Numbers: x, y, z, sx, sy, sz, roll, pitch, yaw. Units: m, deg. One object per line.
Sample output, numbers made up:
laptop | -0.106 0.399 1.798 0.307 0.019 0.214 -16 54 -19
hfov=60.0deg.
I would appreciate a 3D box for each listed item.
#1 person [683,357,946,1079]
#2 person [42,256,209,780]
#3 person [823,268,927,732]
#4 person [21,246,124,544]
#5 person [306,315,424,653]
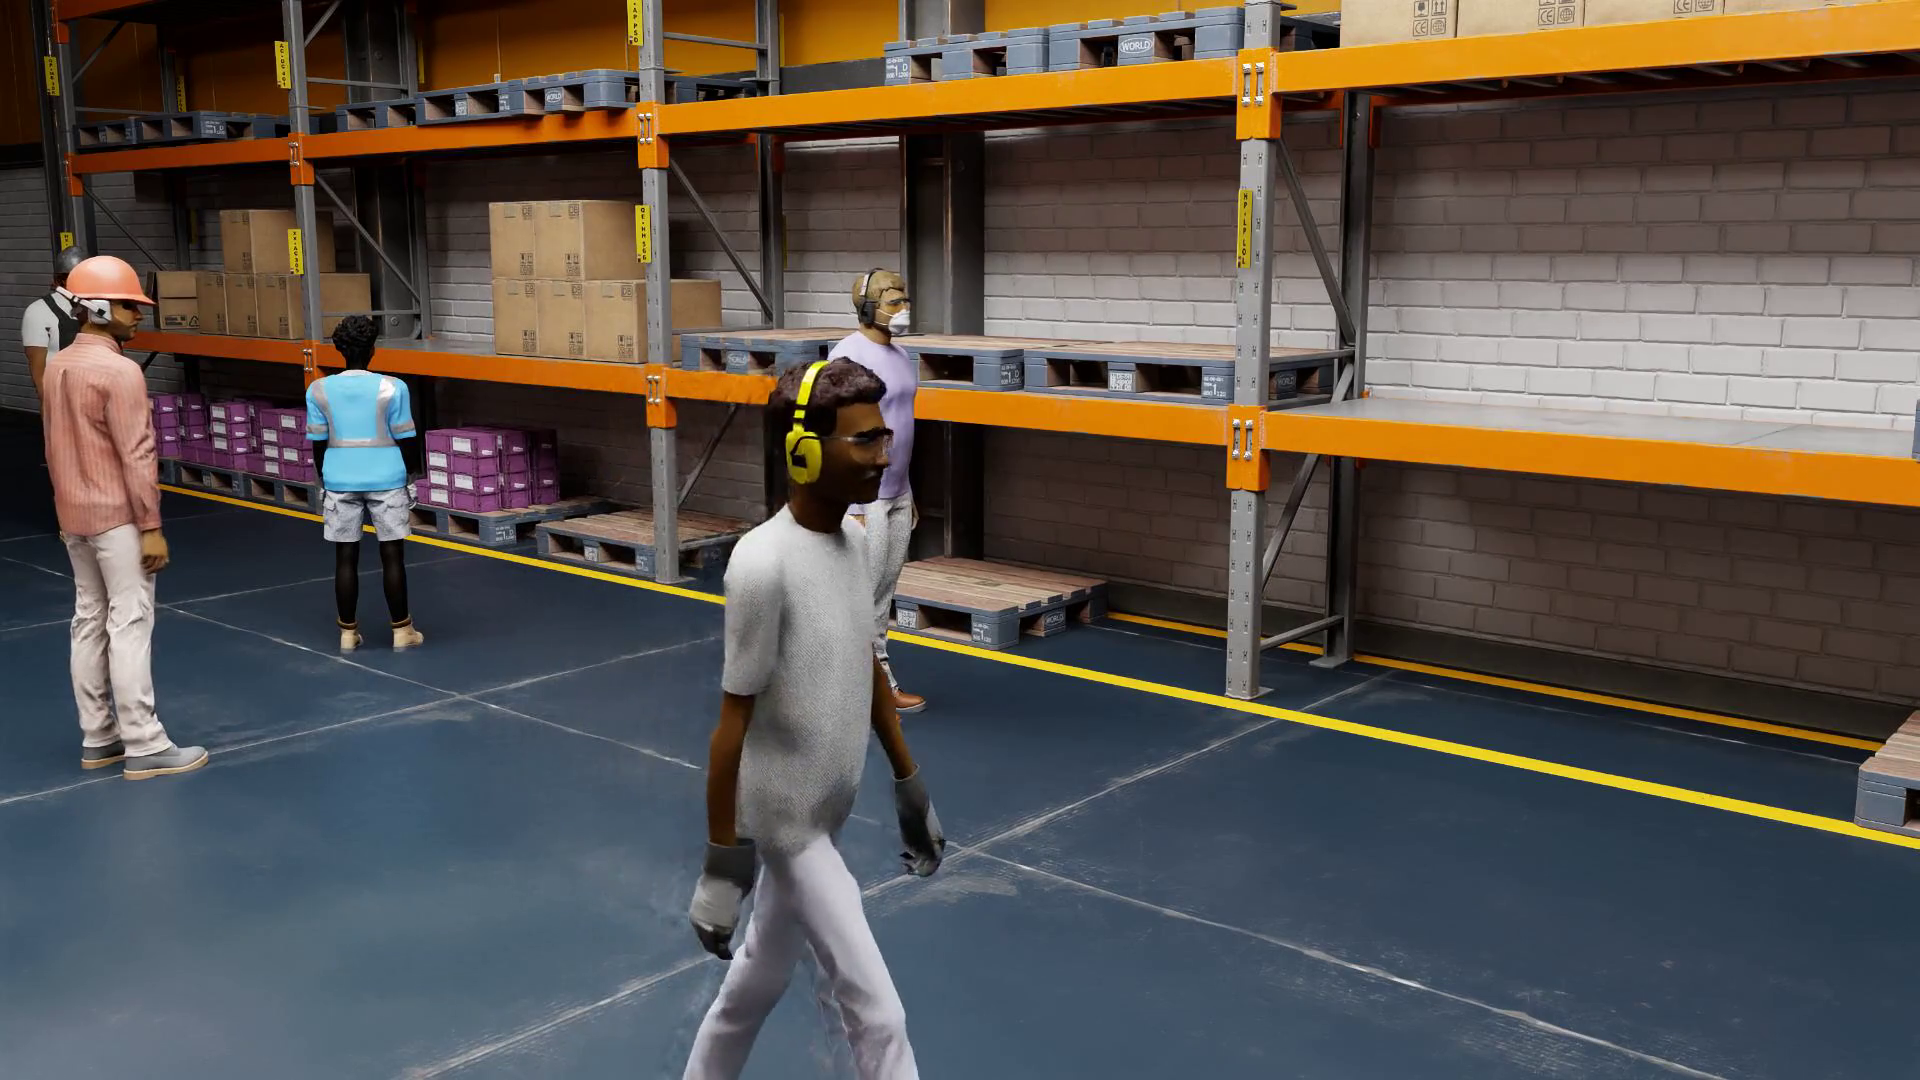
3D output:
person | -0.224 0.558 3.254 1.007 1.816 0.549 3 10 16
person | -3.242 -0.081 6.384 0.613 1.991 0.392 7 12 35
person | -0.353 -0.176 7.071 0.371 1.941 0.627 4 11 21
person | -6.016 -1.002 11.487 0.537 2.000 0.680 6 12 32
person | -2.964 -0.270 8.305 0.533 1.694 0.318 -1 10 -4
